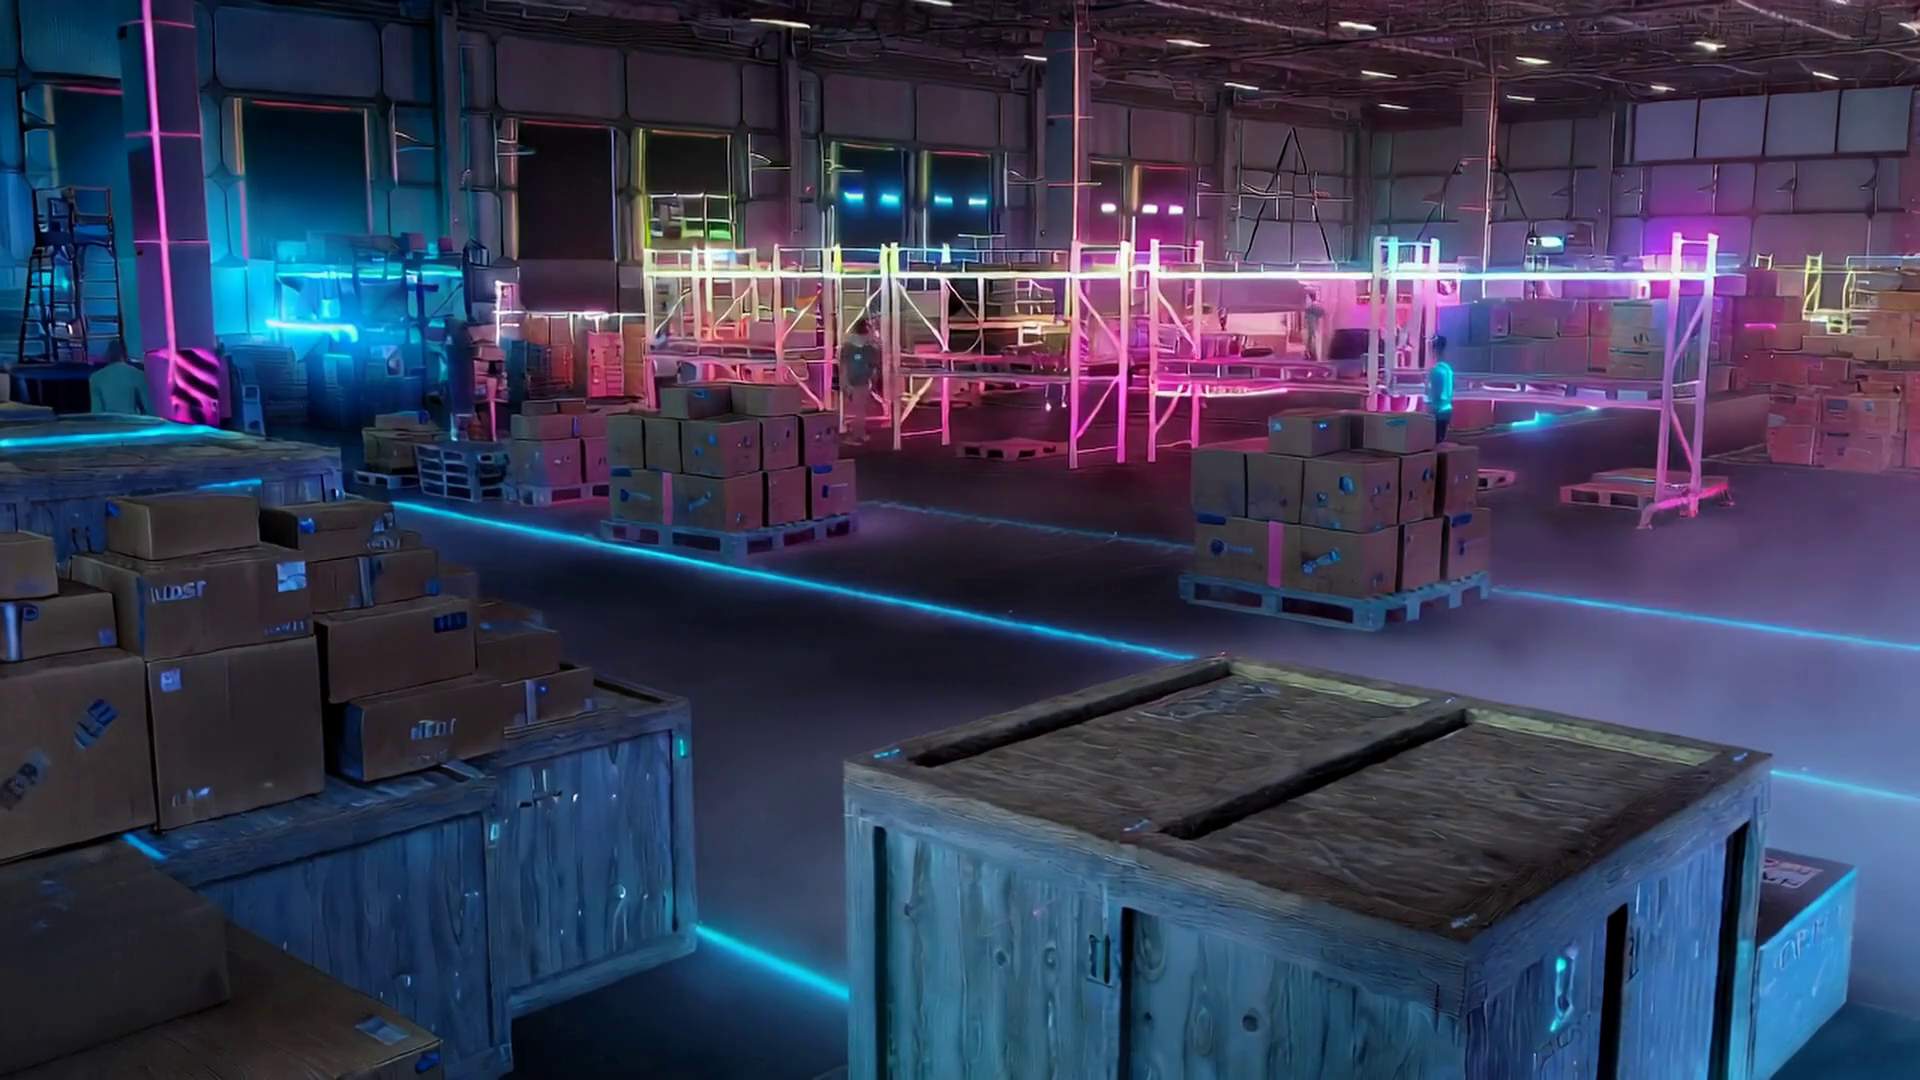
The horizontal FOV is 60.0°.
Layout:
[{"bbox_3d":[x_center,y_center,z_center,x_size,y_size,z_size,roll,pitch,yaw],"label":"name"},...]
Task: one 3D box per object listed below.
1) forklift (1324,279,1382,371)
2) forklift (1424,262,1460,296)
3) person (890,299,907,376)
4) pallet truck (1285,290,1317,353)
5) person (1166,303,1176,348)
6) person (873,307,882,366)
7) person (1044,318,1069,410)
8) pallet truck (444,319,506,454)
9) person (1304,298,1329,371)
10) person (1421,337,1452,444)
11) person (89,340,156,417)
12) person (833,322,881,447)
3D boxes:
[{"bbox_3d":[10.016,-5.866,43.508,1.873,2.768,1.129,9,13,43],"label":"forklift"},{"bbox_3d":[13.086,-6.153,45.267,1.129,2.768,1.873,5,10,26],"label":"forklift"},{"bbox_3d":[-1.370,-5.049,41.489,0.924,1.905,0.545,-7,12,-38],"label":"person"},{"bbox_3d":[11.297,-6.951,52.861,1.885,1.965,0.823,-5,11,-29],"label":"pallet truck"},{"bbox_3d":[5.927,-5.797,46.707,0.318,1.697,0.535,0,9,2],"label":"person"},{"bbox_3d":[-2.149,-5.380,44.363,0.313,1.633,0.518,-1,9,-8],"label":"person"},{"bbox_3d":[1.822,-3.324,31.421,0.485,1.739,0.319,-2,9,-11],"label":"person"},{"bbox_3d":[-6.981,-1.942,22.150,1.885,1.965,0.823,1,9,9],"label":"pallet truck"},{"bbox_3d":[9.207,-5.318,43.146,0.657,1.905,0.575,6,11,34],"label":"person"},{"bbox_3d":[5.439,-1.373,19.009,0.345,1.882,0.584,3,10,21],"label":"person"},{"bbox_3d":[-9.173,-1.254,18.299,0.647,1.879,1.045,1,9,6],"label":"person"},{"bbox_3d":[-1.556,-2.327,24.907,0.684,1.855,0.929,4,10,21],"label":"person"}]
